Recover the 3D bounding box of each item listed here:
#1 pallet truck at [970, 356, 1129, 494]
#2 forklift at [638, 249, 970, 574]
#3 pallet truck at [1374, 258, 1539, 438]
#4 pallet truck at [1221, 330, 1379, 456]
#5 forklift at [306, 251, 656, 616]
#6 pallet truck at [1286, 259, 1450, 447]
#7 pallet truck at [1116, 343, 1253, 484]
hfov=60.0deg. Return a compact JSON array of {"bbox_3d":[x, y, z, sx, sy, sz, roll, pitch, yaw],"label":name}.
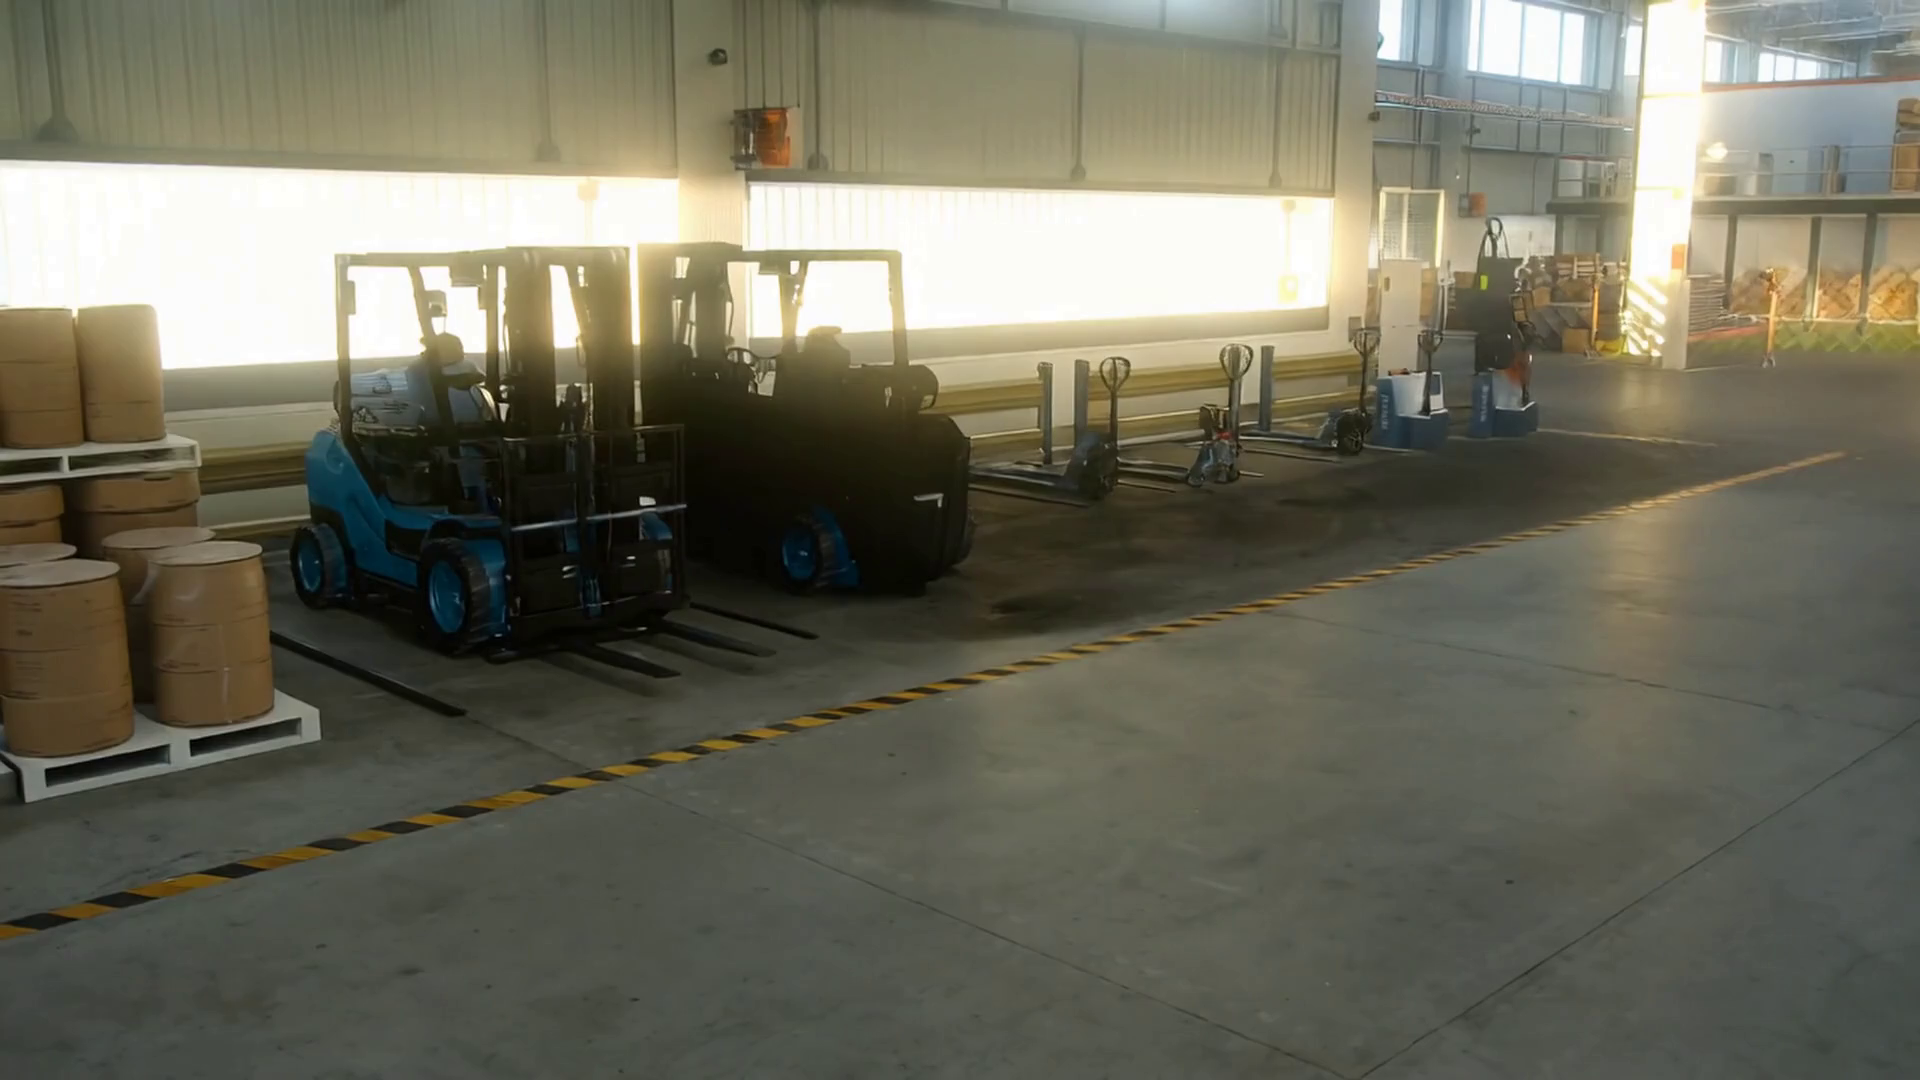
[{"bbox_3d":[0.784,-1.085,14.876,0.680,1.201,1.601,-10,14,-44],"label":"pallet truck"},{"bbox_3d":[-1.173,-0.958,11.239,2.680,1.987,1.157,10,14,43],"label":"forklift"},{"bbox_3d":[5.704,-2.208,18.901,1.885,1.965,0.823,10,14,43],"label":"pallet truck"},{"bbox_3d":[3.563,-1.581,17.381,0.653,1.274,1.630,-10,14,-44],"label":"pallet truck"},{"bbox_3d":[-2.833,-0.669,9.694,1.157,1.987,2.680,-10,14,-44],"label":"forklift"},{"bbox_3d":[4.493,-2.078,18.196,0.823,1.965,1.885,-9,14,-40],"label":"pallet truck"},{"bbox_3d":[1.962,-1.215,15.415,1.522,1.261,0.704,10,14,43],"label":"pallet truck"}]
